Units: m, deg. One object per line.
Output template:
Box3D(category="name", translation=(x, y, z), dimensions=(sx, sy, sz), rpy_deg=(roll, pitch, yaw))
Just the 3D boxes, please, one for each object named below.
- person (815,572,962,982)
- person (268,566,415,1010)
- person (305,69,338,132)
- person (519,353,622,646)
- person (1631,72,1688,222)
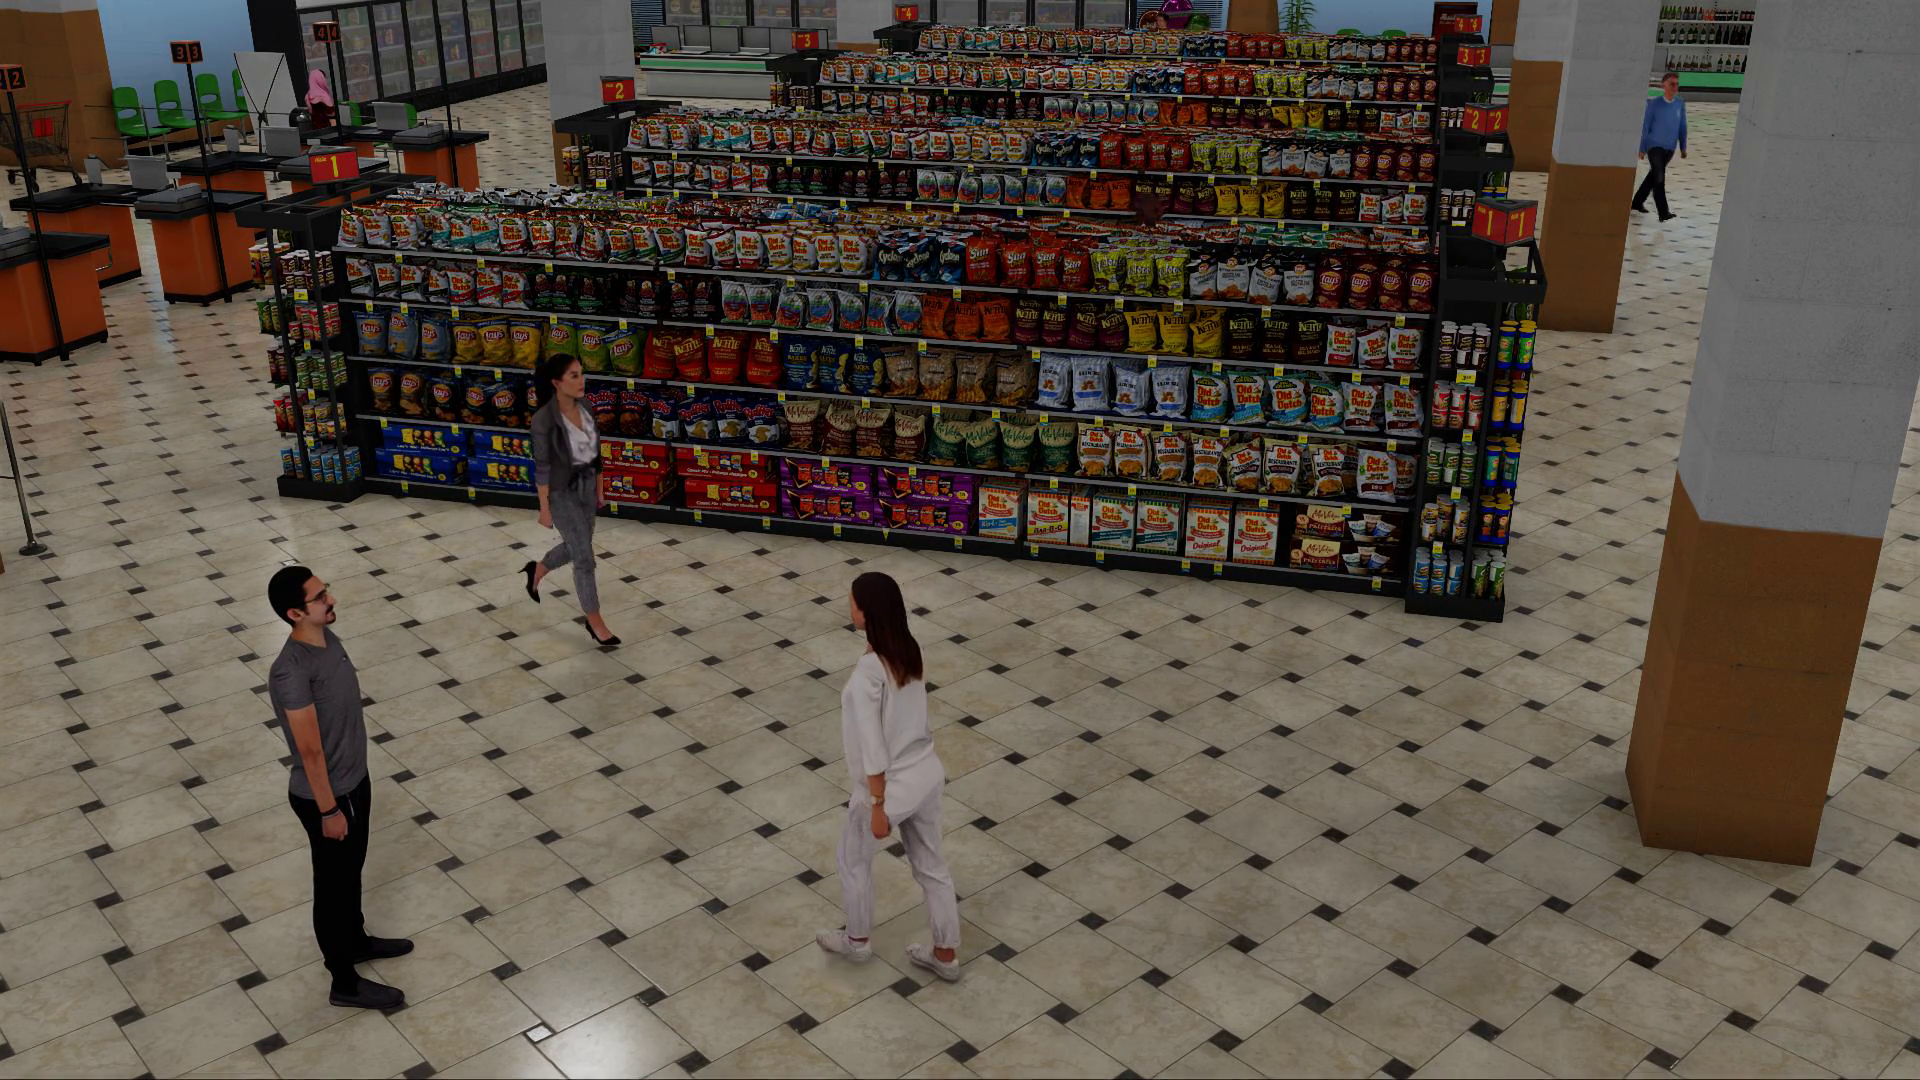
Box3D(category="person", translation=(-0.193, 0.945, 6.291), dimensions=(0.903, 1.659, 0.742), rpy_deg=(12, 25, 28))
Box3D(category="person", translation=(-2.365, 0.911, 6.249), dimensions=(0.690, 1.753, 0.693), rpy_deg=(-4, 22, -9))
Box3D(category="person", translation=(-8.499, -5.469, 22.282), dimensions=(0.679, 1.639, 0.806), rpy_deg=(16, 27, 35))
Box3D(category="person", translation=(-2.220, -0.227, 9.217), dimensions=(1.070, 1.652, 0.761), rpy_deg=(11, 24, 26))
Box3D(category="person", translation=(8.629, -4.853, 20.587), dimensions=(1.237, 1.758, 1.116), rpy_deg=(-5, 23, -13))
